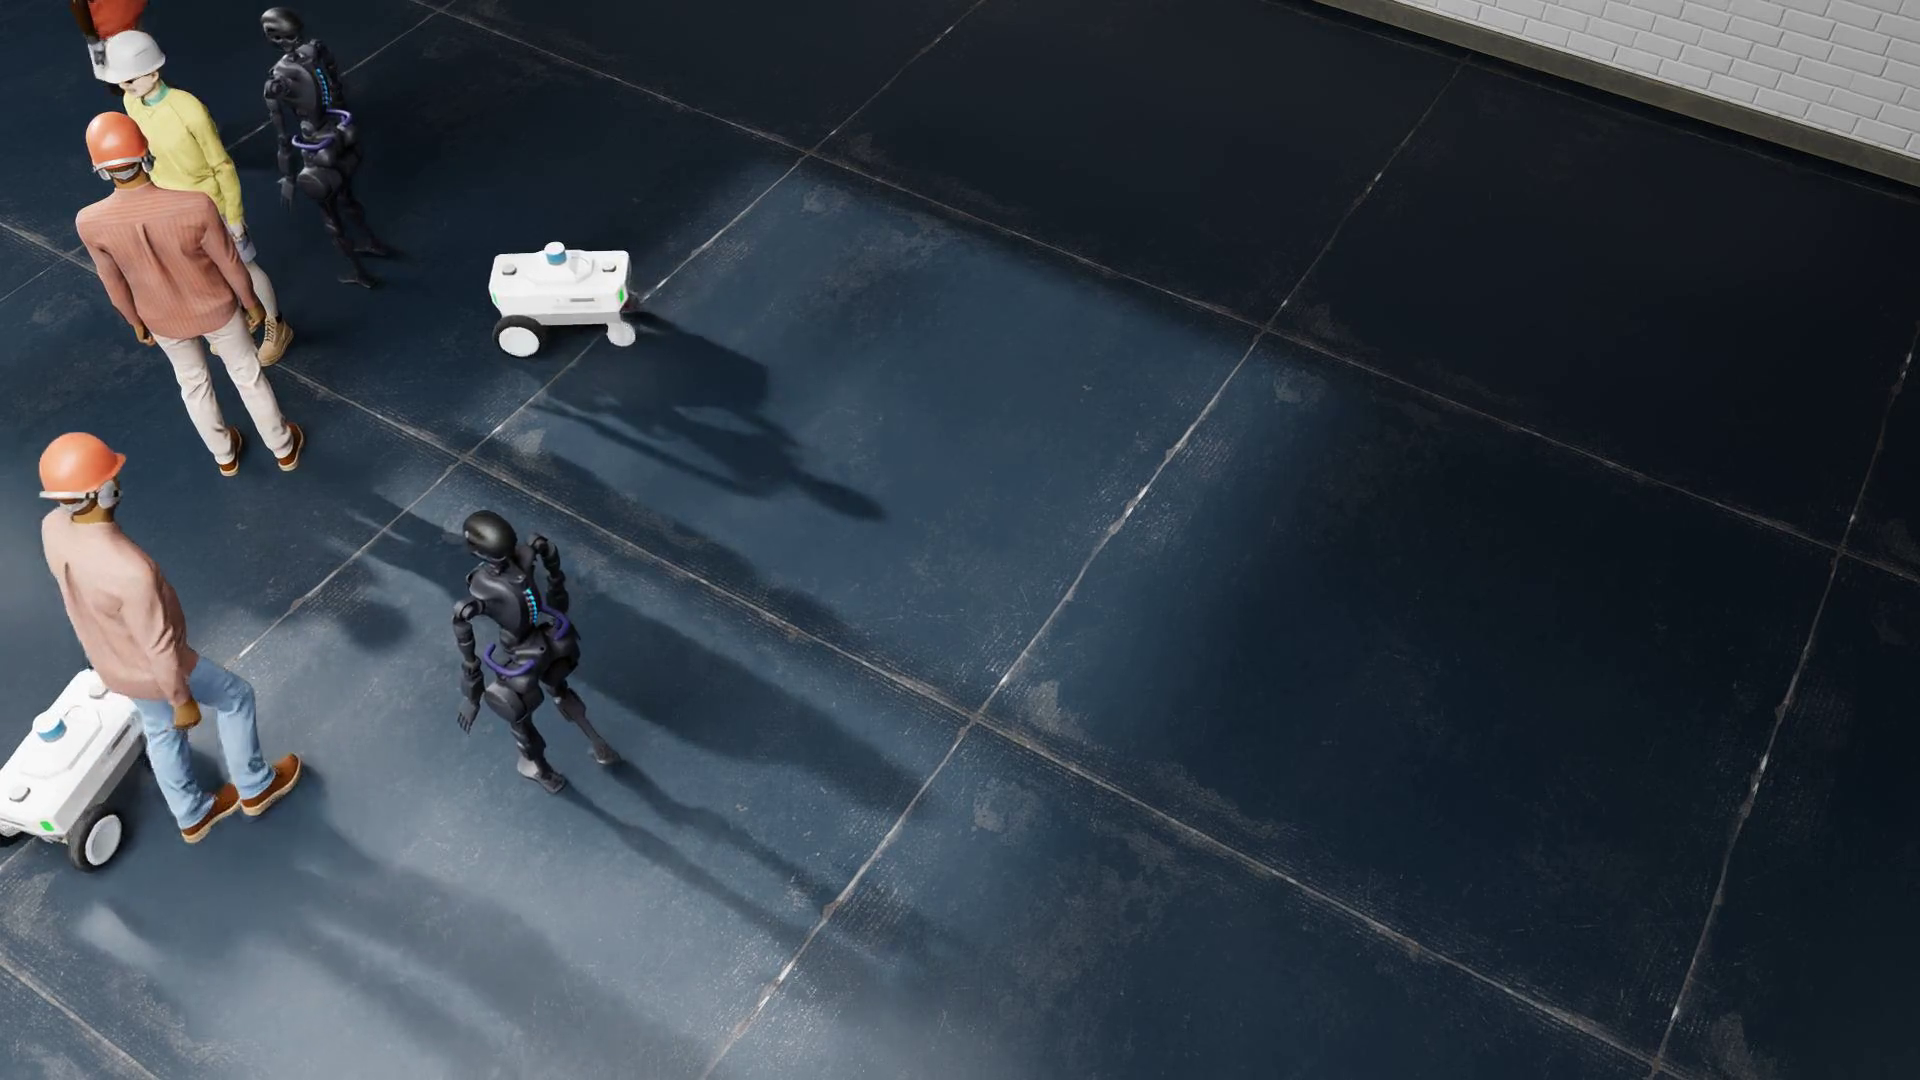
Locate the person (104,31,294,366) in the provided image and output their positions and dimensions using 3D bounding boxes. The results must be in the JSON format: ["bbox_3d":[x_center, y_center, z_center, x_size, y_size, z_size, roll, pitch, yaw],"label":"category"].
[{"bbox_3d":[-3.745,-1.673,8.202,0.487,1.889,0.382,15,51,13],"label":"person"}]

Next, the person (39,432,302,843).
[{"bbox_3d":[-3.074,0.422,6.329,0.639,1.948,0.595,24,53,20],"label":"person"}]

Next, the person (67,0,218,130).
[{"bbox_3d":[-4.718,-2.965,9.298,0.676,1.943,0.619,5,49,4],"label":"person"}]

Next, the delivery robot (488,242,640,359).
[{"bbox_3d":[-2.097,-1.309,8.757,0.754,0.575,0.499,-2,49,-2],"label":"delivery robot"}]

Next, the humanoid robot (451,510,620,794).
[{"bbox_3d":[-1.678,0.482,6.460,0.440,1.652,0.599,26,54,21],"label":"humanoid robot"}]

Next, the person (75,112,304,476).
[{"bbox_3d":[-3.522,-1.075,7.618,0.610,1.986,0.403,-8,49,-7],"label":"person"}]

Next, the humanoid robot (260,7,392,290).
[{"bbox_3d":[-3.340,-2.004,8.630,0.390,1.656,0.591,14,50,12],"label":"humanoid robot"}]

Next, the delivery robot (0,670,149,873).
[{"bbox_3d":[-3.633,0.931,6.812,0.499,0.595,0.783,12,50,11],"label":"delivery robot"}]
